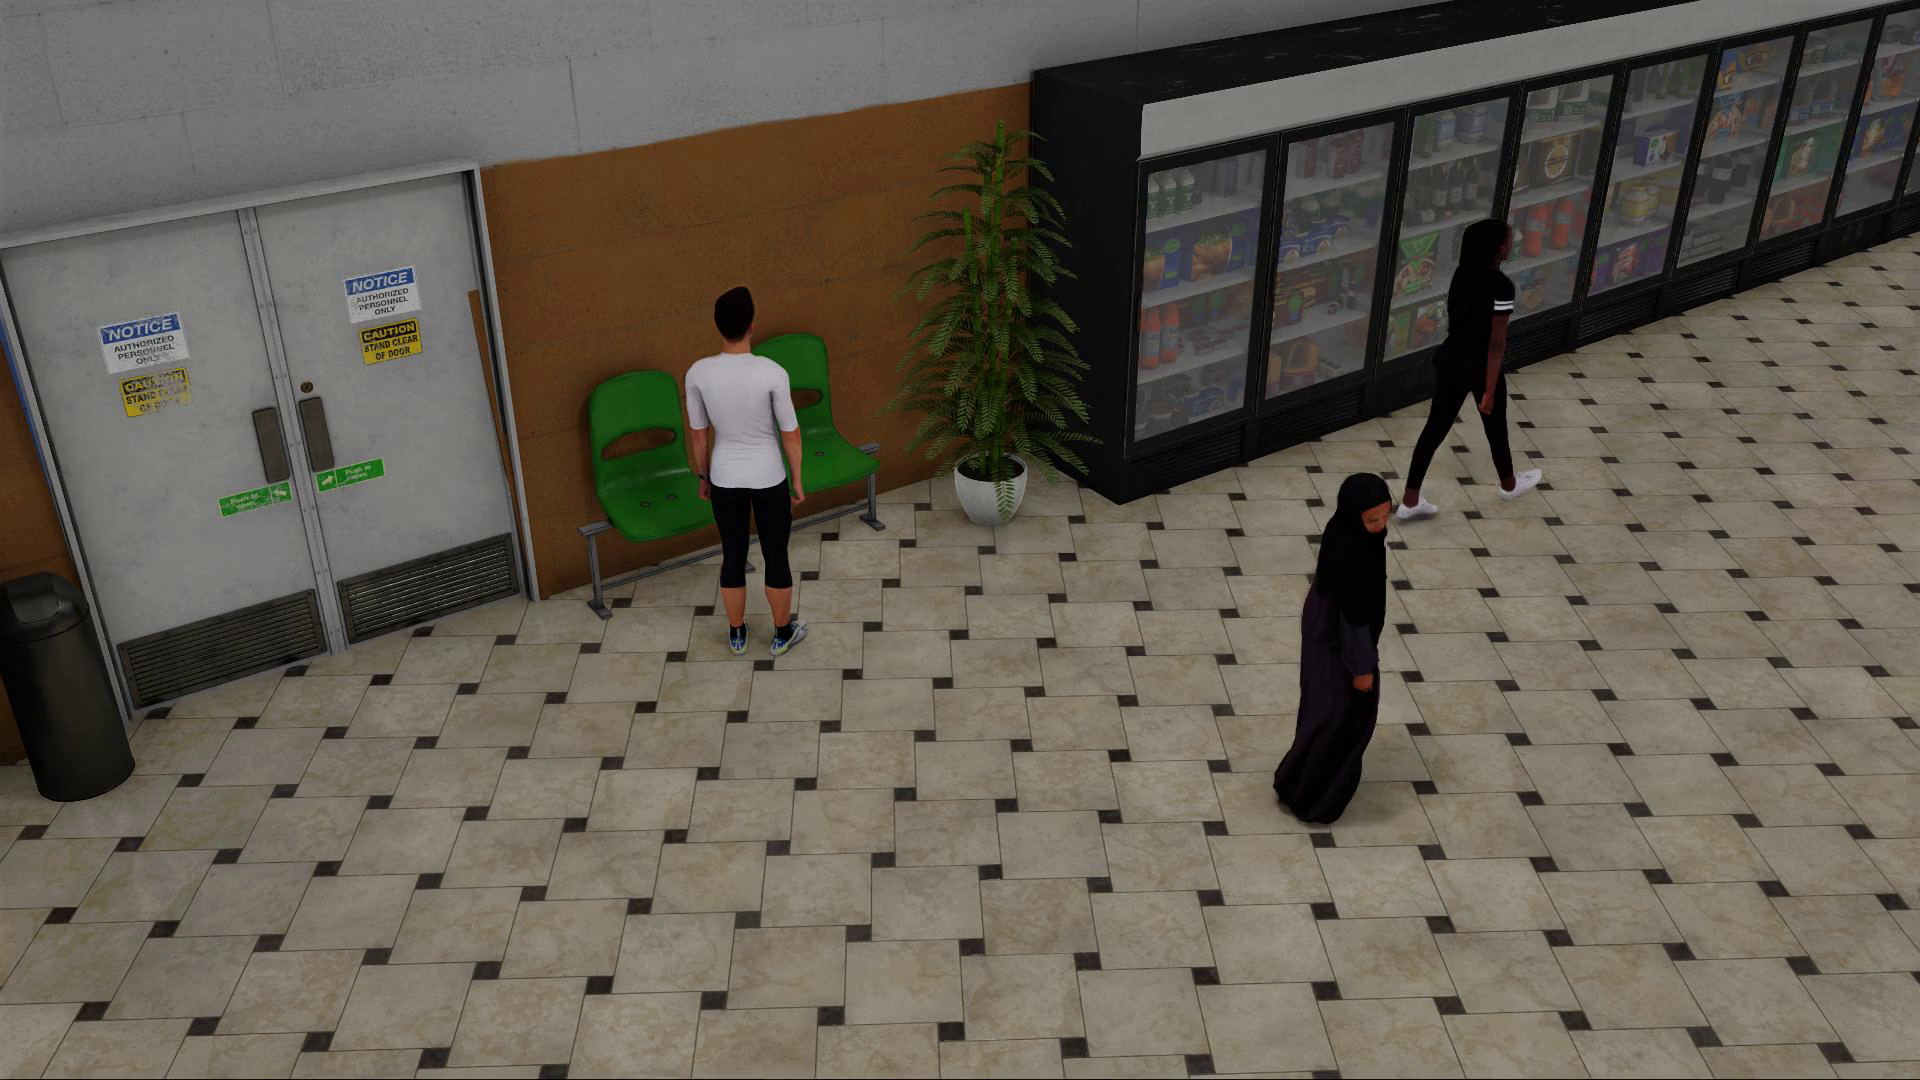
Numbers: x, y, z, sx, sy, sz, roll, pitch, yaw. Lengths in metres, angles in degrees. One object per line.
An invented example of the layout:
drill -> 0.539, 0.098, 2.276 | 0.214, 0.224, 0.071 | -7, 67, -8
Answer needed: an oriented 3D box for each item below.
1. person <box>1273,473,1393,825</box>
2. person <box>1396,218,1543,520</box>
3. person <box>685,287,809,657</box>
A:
person -> 1.561, 0.364, 6.862 | 0.873, 1.584, 0.808 | -2, 29, -5
person -> 2.688, -0.871, 9.014 | 0.805, 1.690, 1.107 | -13, 31, -23
person -> -0.991, -0.295, 7.791 | 0.750, 1.851, 0.795 | 3, 29, 6
